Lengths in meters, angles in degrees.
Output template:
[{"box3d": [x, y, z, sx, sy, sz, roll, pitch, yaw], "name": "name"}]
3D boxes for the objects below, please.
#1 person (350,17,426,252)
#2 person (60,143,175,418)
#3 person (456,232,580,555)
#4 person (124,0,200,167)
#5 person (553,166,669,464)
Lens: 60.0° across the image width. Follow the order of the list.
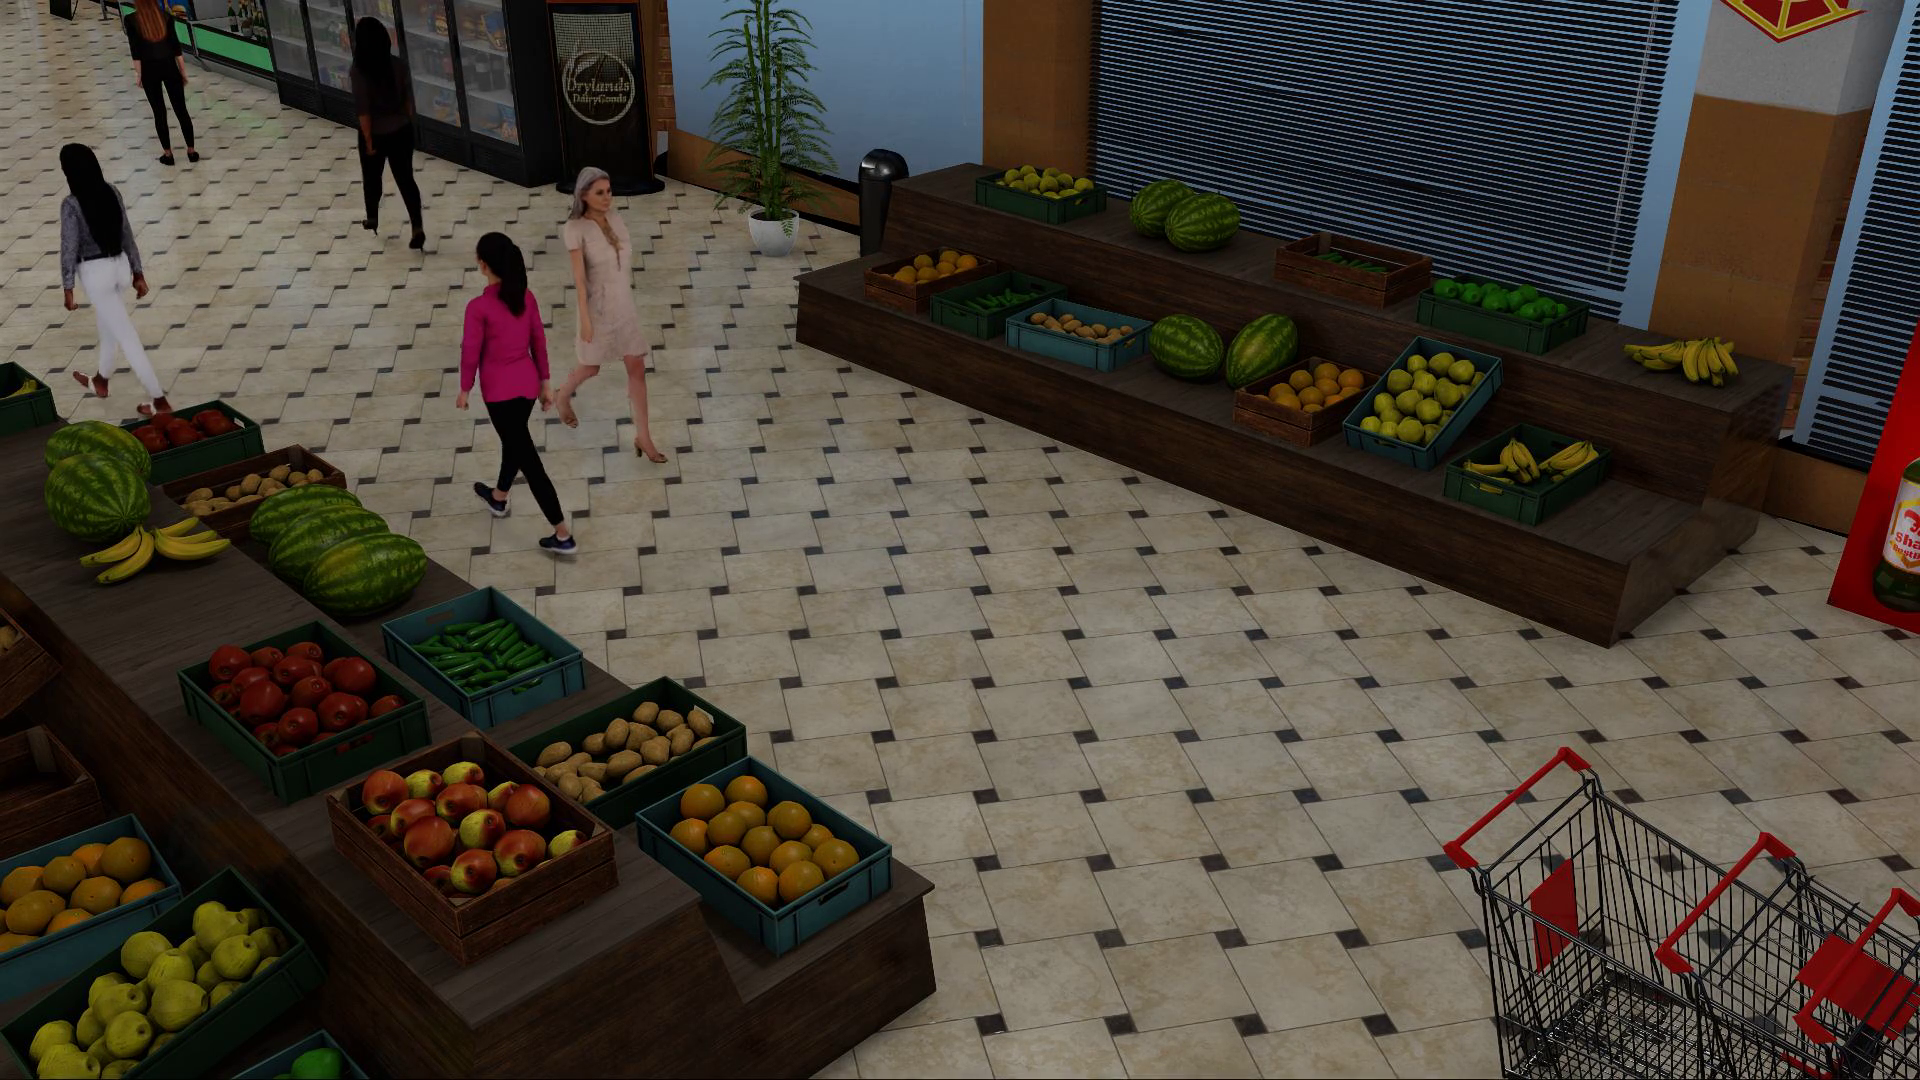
[{"box3d": [-4.480, -3.156, 13.176, 0.669, 1.800, 1.067, -23, 35, -38], "name": "person"}, {"box3d": [-5.094, -1.529, 10.086, 1.156, 1.693, 0.928, 9, 28, 16], "name": "person"}, {"box3d": [-2.224, -0.693, 8.484, 1.168, 1.651, 0.746, 16, 31, 29], "name": "person"}, {"box3d": [-7.609, -4.447, 15.825, 0.652, 1.706, 0.596, -16, 31, -28], "name": "person"}, {"box3d": [-2.115, -1.288, 9.602, 1.198, 1.701, 0.754, 18, 32, 31], "name": "person"}]
